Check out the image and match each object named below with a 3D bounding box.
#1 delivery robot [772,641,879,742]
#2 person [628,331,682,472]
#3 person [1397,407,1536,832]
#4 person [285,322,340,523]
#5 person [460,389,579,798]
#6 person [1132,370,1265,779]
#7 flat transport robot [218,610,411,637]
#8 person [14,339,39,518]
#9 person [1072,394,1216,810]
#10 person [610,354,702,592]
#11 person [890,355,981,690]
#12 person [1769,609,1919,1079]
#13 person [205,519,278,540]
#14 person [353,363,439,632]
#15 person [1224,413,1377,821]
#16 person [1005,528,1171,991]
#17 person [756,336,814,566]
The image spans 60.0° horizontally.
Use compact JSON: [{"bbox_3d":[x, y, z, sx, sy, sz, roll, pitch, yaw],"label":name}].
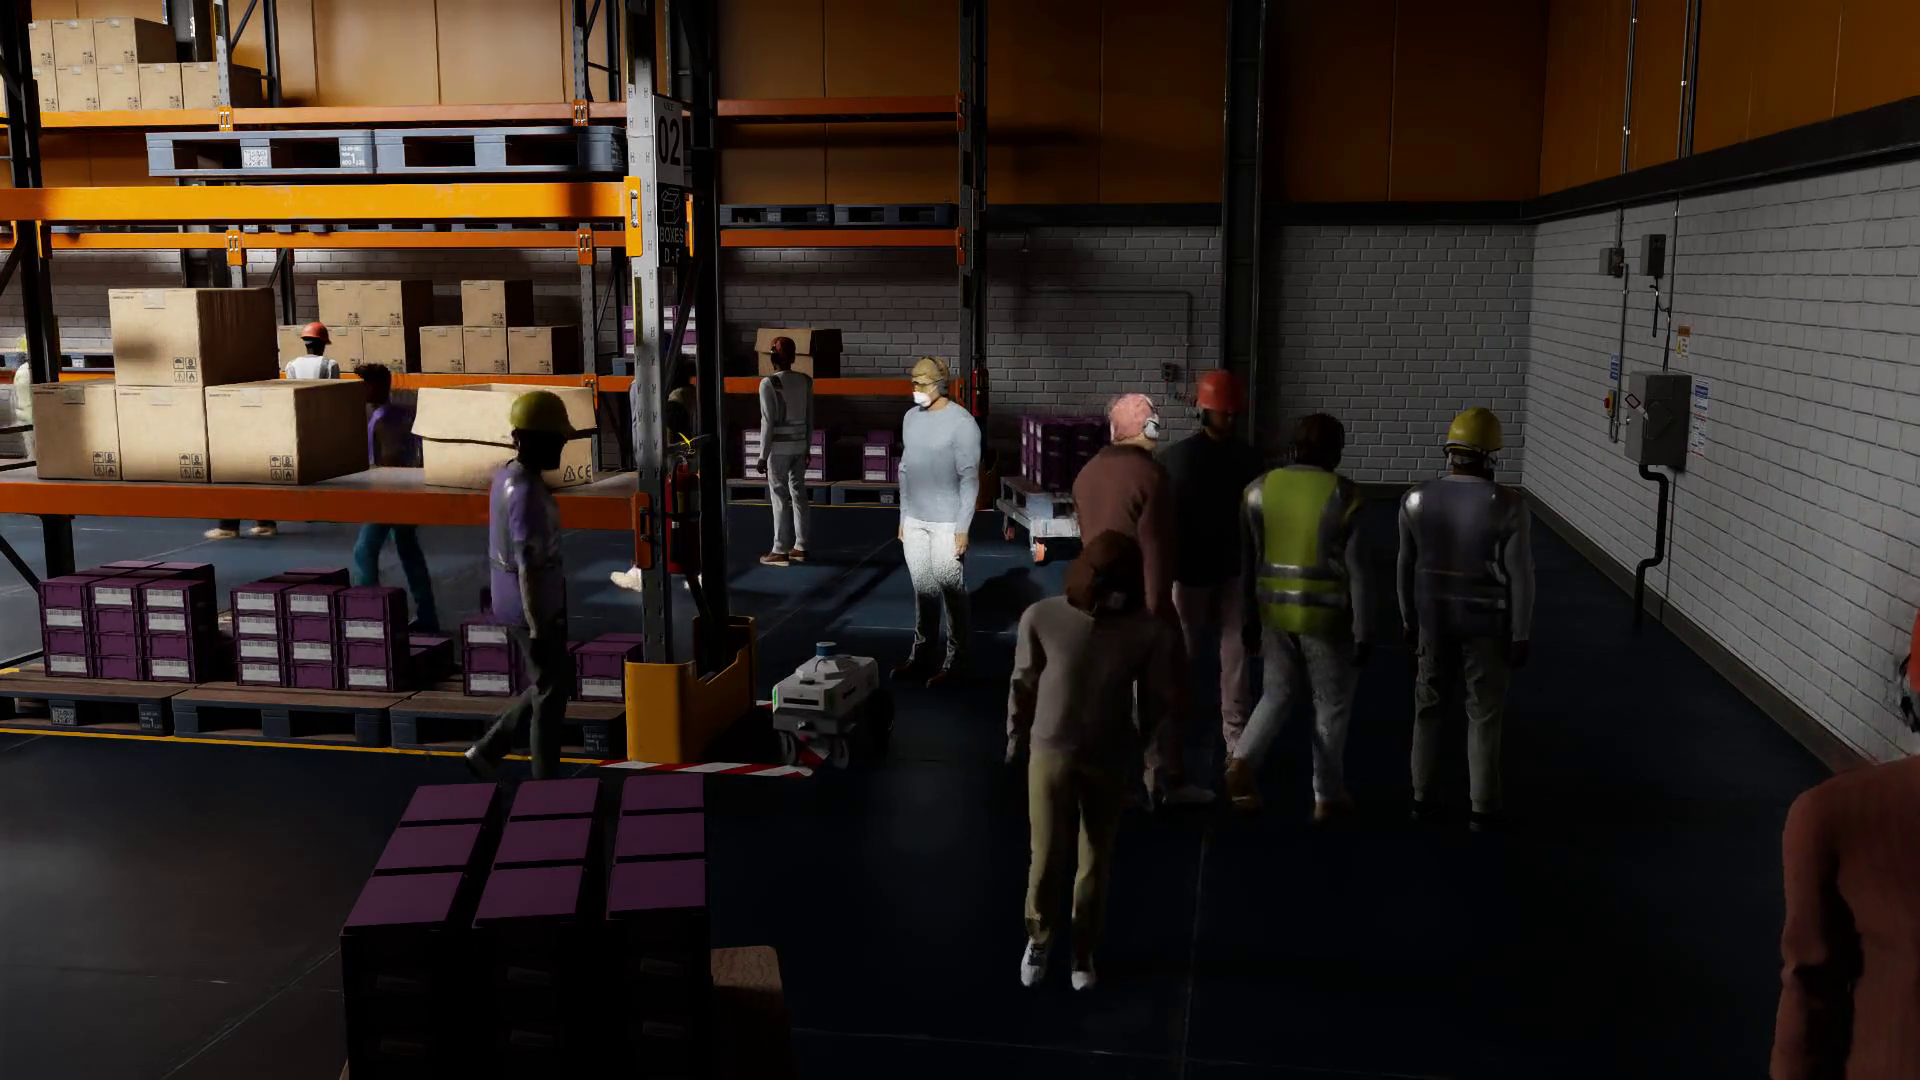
[{"bbox_3d":[-0.667,0.752,8.322,0.477,0.478,0.707,3,10,16],"label":"delivery robot"},{"bbox_3d":[-2.338,-0.665,13.096,0.399,1.945,0.615,5,10,27],"label":"person"},{"bbox_3d":[2.192,0.343,7.203,0.597,1.832,0.404,7,12,37],"label":"person"},{"bbox_3d":[-6.169,-1.123,16.007,0.542,1.927,0.382,1,9,7],"label":"person"},{"bbox_3d":[-1.891,0.288,7.300,0.488,1.904,0.591,-3,10,-19],"label":"person"},{"bbox_3d":[1.179,0.130,8.159,0.638,1.971,0.804,-4,10,-23],"label":"person"},{"bbox_3d":[-4.260,0.604,10.412,1.431,0.197,0.652,2,9,12],"label":"flat transport robot"},{"bbox_3d":[-8.915,-1.109,16.262,0.549,1.810,0.616,-2,9,-10],"label":"person"},{"bbox_3d":[0.848,0.288,7.424,0.737,1.873,0.683,-6,11,-31],"label":"person"},{"bbox_3d":[-2.205,-0.501,12.541,0.823,1.804,0.631,2,9,10],"label":"person"},{"bbox_3d":[-0.144,-0.103,9.658,0.373,1.935,0.627,-8,12,-41],"label":"person"},{"bbox_3d":[1.737,0.983,2.899,0.658,1.949,0.931,2,9,15],"label":"person"},{"bbox_3d":[-6.532,-1.025,15.043,0.538,2.000,0.696,3,10,16],"label":"person"},{"bbox_3d":[-3.860,-0.254,10.965,0.806,1.814,0.577,-1,9,-8],"label":"person"},{"bbox_3d":[1.462,0.360,7.173,0.644,1.810,0.700,8,12,39],"label":"person"},{"bbox_3d":[0.417,0.735,5.474,0.531,1.593,0.485,0,9,2],"label":"person"},{"bbox_3d":[-1.441,-0.731,13.704,0.347,1.882,0.584,7,12,38],"label":"person"}]
